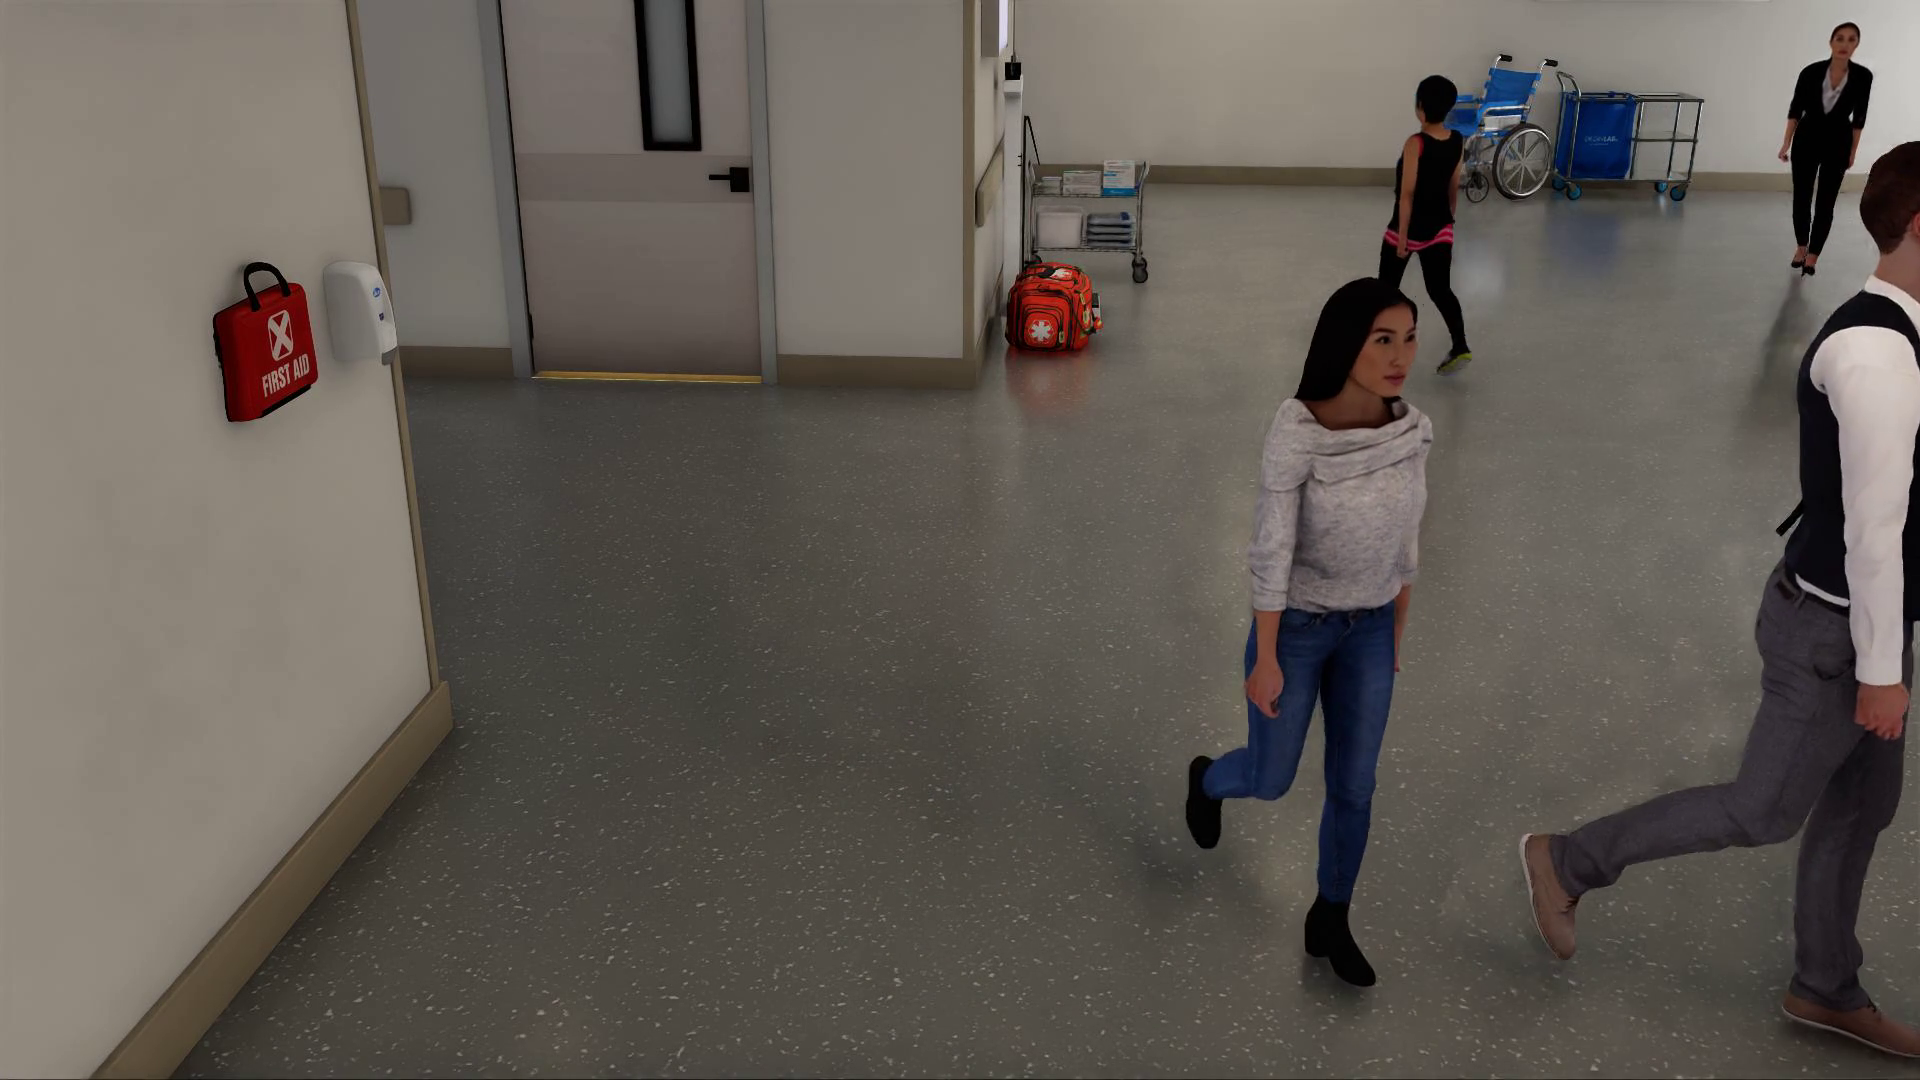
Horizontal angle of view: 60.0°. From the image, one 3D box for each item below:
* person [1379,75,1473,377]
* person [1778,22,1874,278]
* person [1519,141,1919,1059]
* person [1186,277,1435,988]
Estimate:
[{"bbox_3d":[2.447,-1.592,8.626,0.866,1.522,1.097,-8,22,-21],"label":"person"},{"bbox_3d":[5.736,-2.574,11.081,0.912,1.619,1.136,12,24,29],"label":"person"},{"bbox_3d":[1.700,0.165,3.430,1.048,1.915,1.152,13,24,30],"label":"person"},{"bbox_3d":[0.763,0.201,3.761,0.847,1.612,1.009,-8,22,-20],"label":"person"}]
